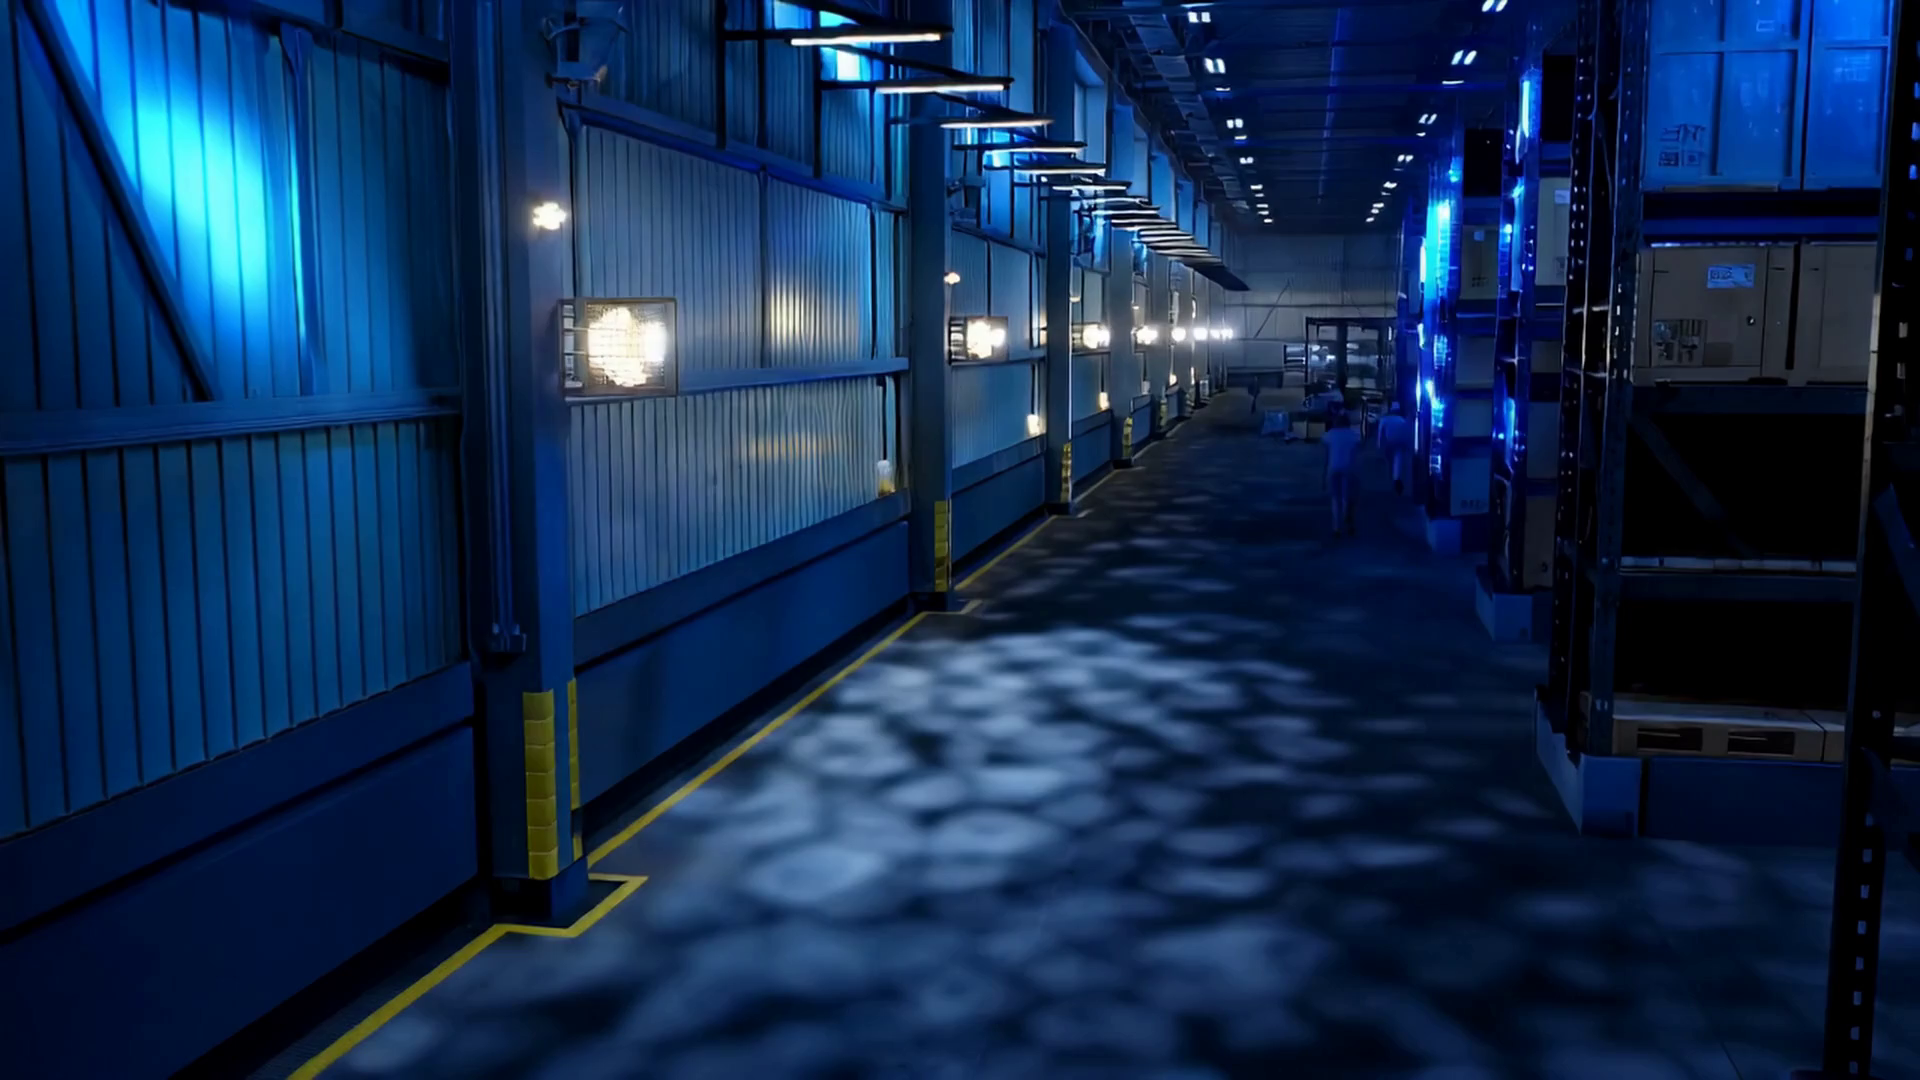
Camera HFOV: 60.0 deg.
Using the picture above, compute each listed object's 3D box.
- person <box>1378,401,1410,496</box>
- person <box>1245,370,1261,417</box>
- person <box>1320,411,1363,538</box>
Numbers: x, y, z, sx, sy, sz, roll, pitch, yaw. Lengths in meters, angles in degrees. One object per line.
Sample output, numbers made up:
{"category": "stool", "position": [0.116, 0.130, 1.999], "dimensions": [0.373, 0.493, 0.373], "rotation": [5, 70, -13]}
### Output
{"category": "person", "position": [8.206, -1.732, 31.486], "dimensions": [0.607, 1.810, 0.425], "rotation": [3, 8, 21]}
{"category": "person", "position": [10.649, -5.315, 60.512], "dimensions": [0.560, 1.732, 0.507], "rotation": [1, 7, 9]}
{"category": "person", "position": [5.804, -1.004, 25.296], "dimensions": [0.634, 1.913, 0.810], "rotation": [2, 8, 19]}
